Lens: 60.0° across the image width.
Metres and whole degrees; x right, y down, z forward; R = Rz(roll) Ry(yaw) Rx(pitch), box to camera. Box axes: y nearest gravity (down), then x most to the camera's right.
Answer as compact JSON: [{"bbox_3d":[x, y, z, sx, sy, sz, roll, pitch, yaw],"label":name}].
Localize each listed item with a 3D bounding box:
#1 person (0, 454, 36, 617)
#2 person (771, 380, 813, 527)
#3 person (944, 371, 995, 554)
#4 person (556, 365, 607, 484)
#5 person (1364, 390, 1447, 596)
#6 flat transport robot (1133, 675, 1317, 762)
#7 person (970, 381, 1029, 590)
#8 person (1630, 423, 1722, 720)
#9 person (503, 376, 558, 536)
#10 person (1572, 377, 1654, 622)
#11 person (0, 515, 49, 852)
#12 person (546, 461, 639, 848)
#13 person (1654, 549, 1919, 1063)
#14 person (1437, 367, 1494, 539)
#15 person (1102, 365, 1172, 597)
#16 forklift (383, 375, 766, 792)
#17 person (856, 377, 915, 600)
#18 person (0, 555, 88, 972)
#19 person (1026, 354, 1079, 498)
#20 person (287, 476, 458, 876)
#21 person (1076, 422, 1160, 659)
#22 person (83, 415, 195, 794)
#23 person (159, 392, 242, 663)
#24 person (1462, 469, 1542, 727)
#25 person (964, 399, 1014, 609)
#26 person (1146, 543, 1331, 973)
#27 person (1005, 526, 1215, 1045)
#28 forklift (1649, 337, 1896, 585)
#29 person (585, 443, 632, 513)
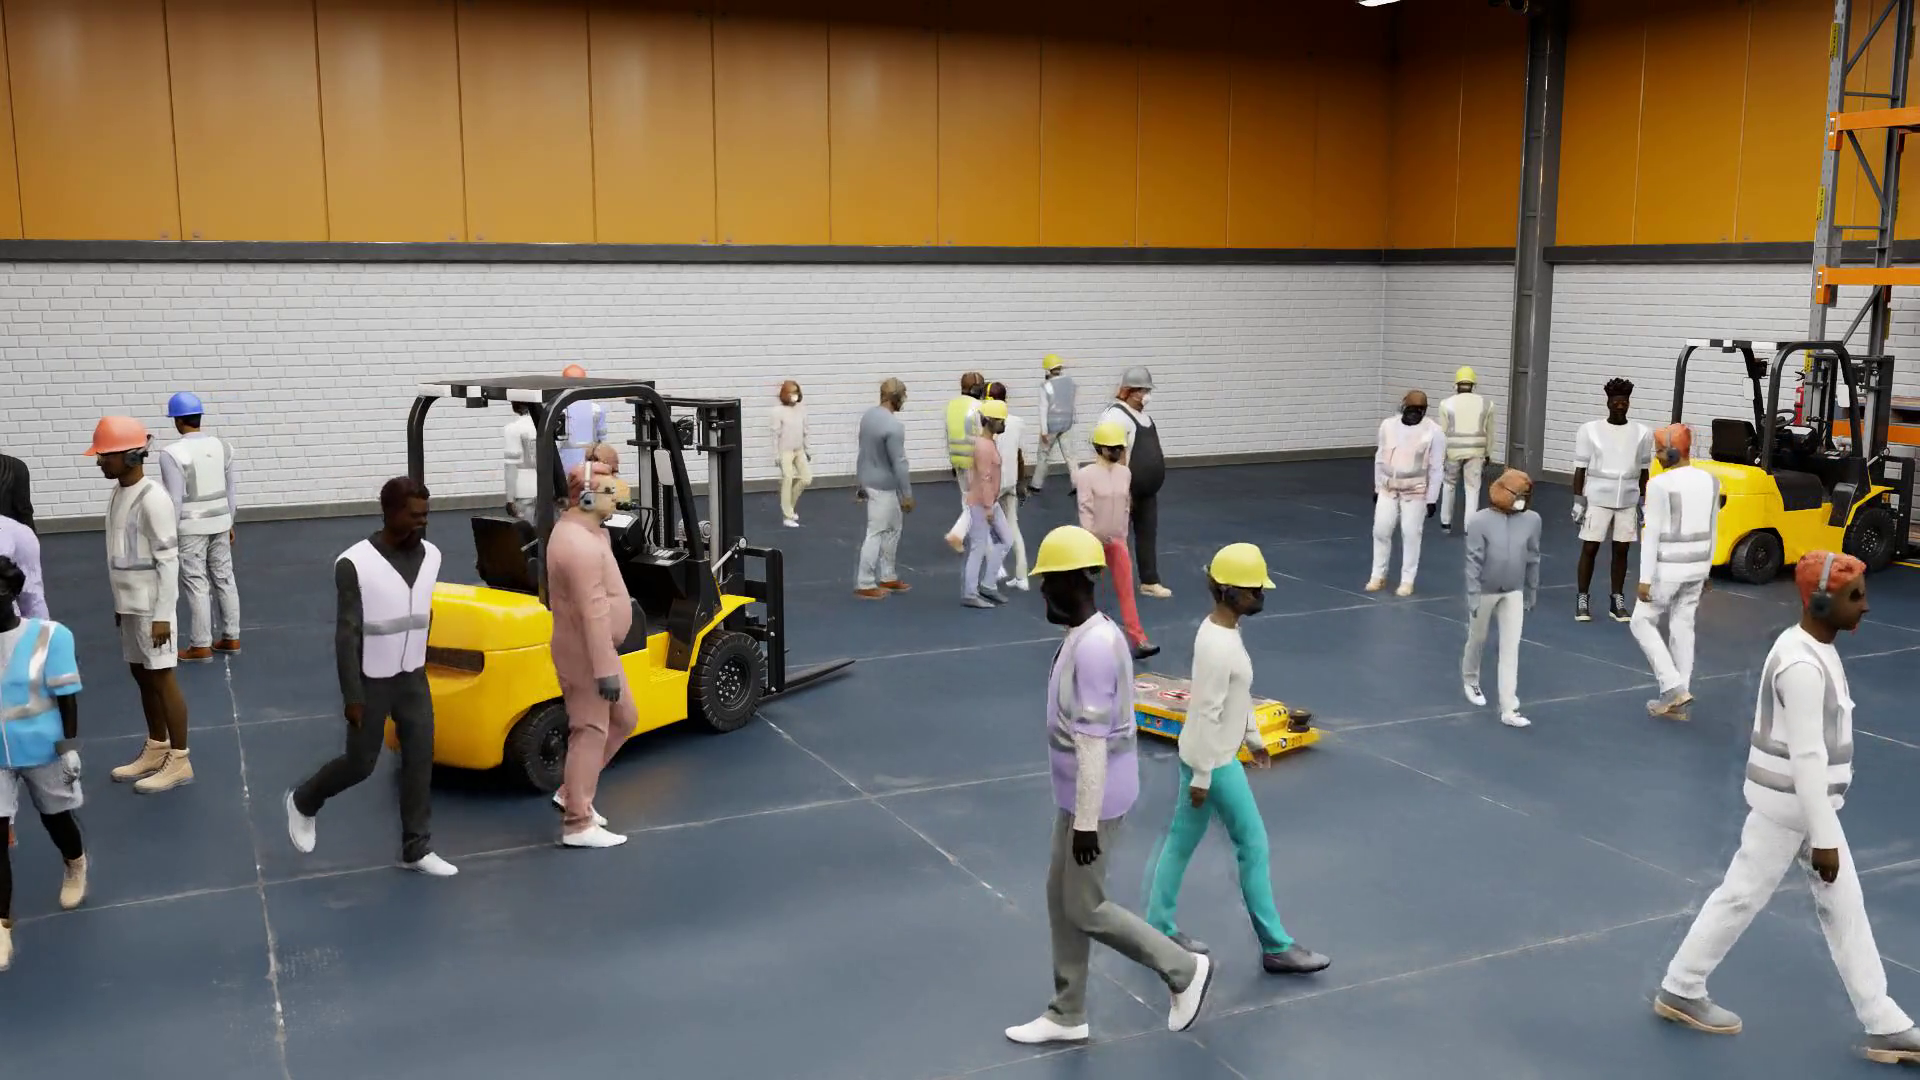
[{"bbox_3d":[-6.199,0.109,10.543,0.611,1.996,0.379,-4,10,-22],"label":"person"},{"bbox_3d":[-1.840,-0.947,18.253,0.371,1.619,0.534,9,13,44],"label":"person"},{"bbox_3d":[0.094,-0.750,16.416,0.699,1.827,0.635,-7,12,-38],"label":"person"},{"bbox_3d":[-3.577,-0.672,15.595,0.542,1.930,0.375,-4,10,-23],"label":"person"},{"bbox_3d":[3.845,-0.396,14.294,0.665,1.802,0.455,8,12,42],"label":"person"},{"bbox_3d":[1.382,1.044,10.079,0.652,0.197,1.431,-8,12,-42],"label":"flat transport robot"},{"bbox_3d":[0.356,-0.464,14.583,0.571,1.839,0.509,-8,12,-40],"label":"person"},{"bbox_3d":[4.459,0.200,10.378,0.596,1.866,0.408,-3,10,-20],"label":"person"},{"bbox_3d":[-3.604,-0.424,14.067,0.508,1.926,0.567,6,11,32],"label":"person"},{"bbox_3d":[5.206,-0.318,13.288,0.612,1.963,0.363,1,9,4],"label":"person"},{"bbox_3d":[-4.689,0.565,7.920,0.643,1.922,0.429,-6,11,-32],"label":"person"},{"bbox_3d":[-1.774,0.563,8.074,0.439,1.892,0.650,-2,9,-11],"label":"person"},{"bbox_3d":[3.009,0.943,5.893,1.006,1.830,0.599,6,11,34],"label":"person"},{"bbox_3d":[5.324,-0.930,17.612,0.609,1.797,0.864,1,9,8],"label":"person"},{"bbox_3d":[1.383,-0.530,14.374,0.885,2.000,0.678,6,11,32],"label":"person"},{"bbox_3d":[-2.268,0.149,9.685,1.214,2.155,2.313,6,11,32],"label":"forklift"},{"bbox_3d":[-0.583,-0.432,14.166,0.715,1.907,0.662,-4,10,-24],"label":"person"},{"bbox_3d":[-3.912,0.858,6.929,0.531,1.665,0.832,-3,10,-16],"label":"person"},{"bbox_3d":[1.211,-1.416,20.690,0.601,1.788,0.941,-5,11,-31],"label":"person"},{"bbox_3d":[-2.744,0.620,7.773,0.822,1.881,0.616,5,10,28],"label":"person"},{"bbox_3d":[1.075,0.011,12.014,0.527,1.716,0.911,-6,11,-31],"label":"person"},{"bbox_3d":[-4.428,0.344,8.949,0.615,2.038,0.395,9,13,43],"label":"person"},{"bbox_3d":[-5.471,-0.092,11.949,0.408,1.942,0.616,4,10,23],"label":"person"},{"bbox_3d":[3.402,0.328,10.465,0.517,1.582,0.851,-1,9,-3],"label":"person"},{"bbox_3d":[0.264,-0.293,13.791,0.518,1.741,0.558,1,9,8],"label":"person"},{"bbox_3d":[1.132,0.871,6.652,0.846,1.731,0.535,1,9,6],"label":"person"},{"bbox_3d":[0.532,0.898,5.951,0.665,1.897,0.621,0,9,-2],"label":"person"},{"bbox_3d":[7.551,-0.789,15.507,2.313,2.155,1.214,-4,10,-25],"label":"forklift"},{"bbox_3d":[-2.417,0.133,11.566,0.359,1.616,0.787,2,9,13],"label":"person"}]
